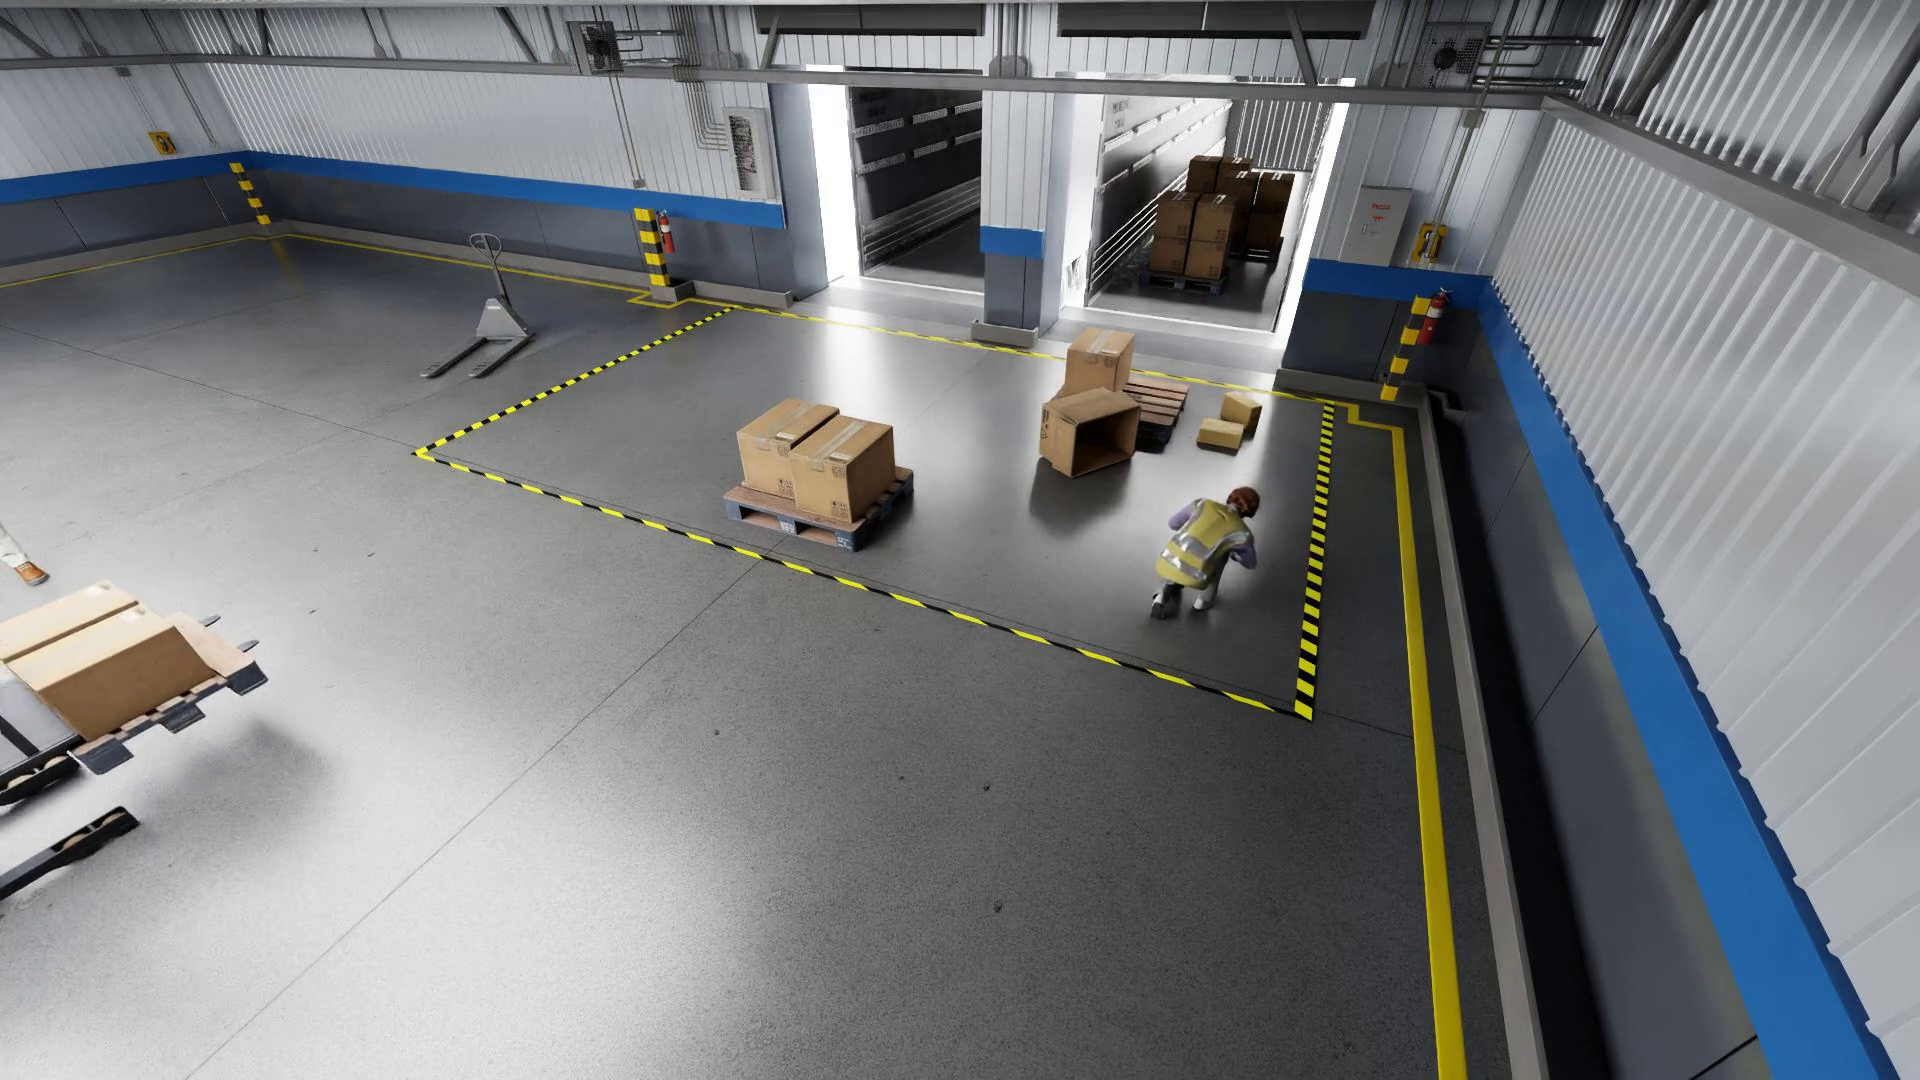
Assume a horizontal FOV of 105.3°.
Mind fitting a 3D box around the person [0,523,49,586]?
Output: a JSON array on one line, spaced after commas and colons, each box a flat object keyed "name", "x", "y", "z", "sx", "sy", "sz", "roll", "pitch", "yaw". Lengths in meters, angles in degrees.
[{"name": "person", "x": -6.749, "y": -0.447, "z": 4.637, "sx": 0.399, "sy": 1.945, "sz": 0.613, "roll": 23, "pitch": 41, "yaw": 28}]

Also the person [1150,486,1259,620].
[{"name": "person", "x": 1.594, "y": 0.088, "z": 4.916, "sx": 0.640, "sy": 0.827, "sz": 0.874, "roll": 29, "pitch": 45, "yaw": 34}]

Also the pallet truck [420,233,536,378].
[{"name": "pallet truck", "x": -5.664, "y": -2.712, "z": 8.427, "sx": 0.680, "sy": 1.201, "sz": 1.601, "roll": 0, "pitch": 35, "yaw": -1}]

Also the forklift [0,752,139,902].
[{"name": "forklift", "x": -4.829, "y": 0.937, "z": 2.616, "sx": 0.716, "sy": 2.013, "sz": 0.776, "roll": 18, "pitch": 39, "yaw": 23}]
